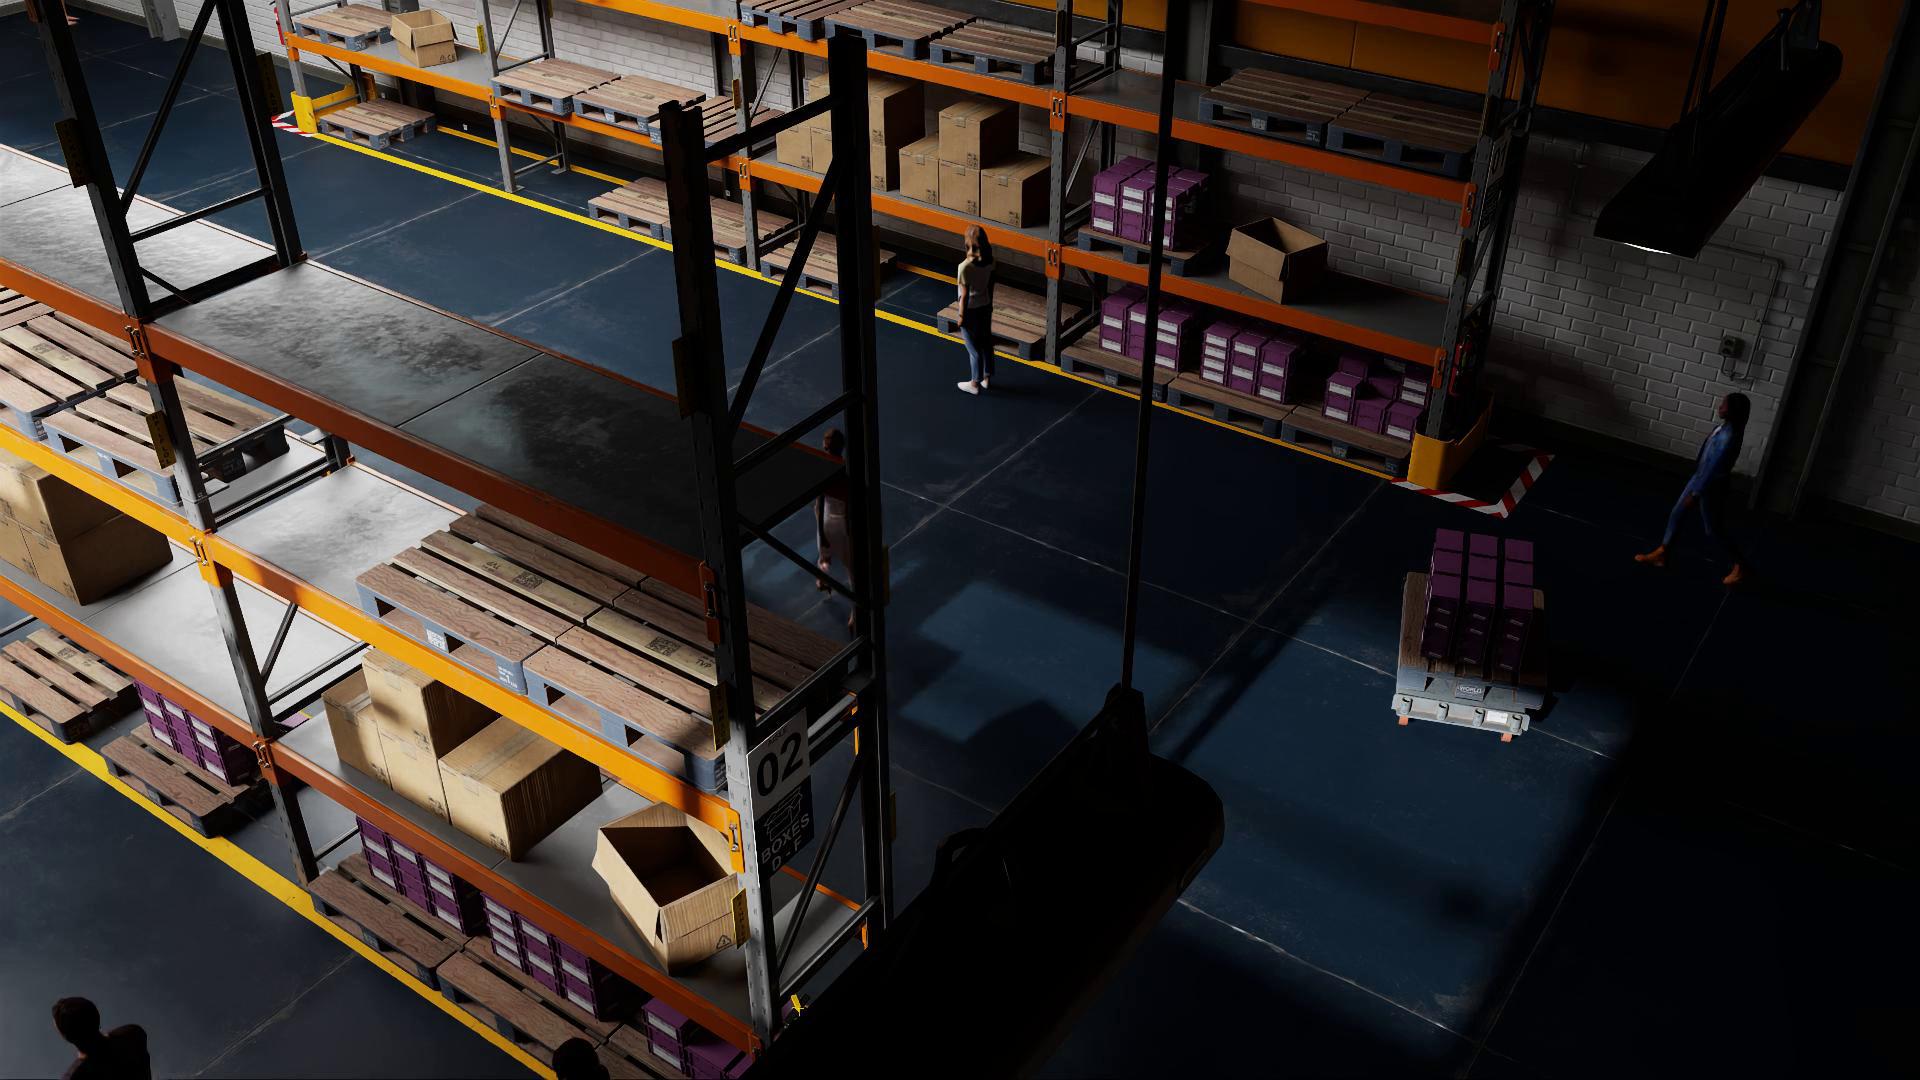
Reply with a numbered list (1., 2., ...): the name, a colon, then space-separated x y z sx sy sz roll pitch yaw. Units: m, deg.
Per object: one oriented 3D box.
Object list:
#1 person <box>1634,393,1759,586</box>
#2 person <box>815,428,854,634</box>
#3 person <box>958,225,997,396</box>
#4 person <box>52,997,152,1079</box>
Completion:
1. person: 6.079 -0.362 13.260 1.200 1.677 0.796 11 35 17
2. person: -0.871 -0.029 12.682 0.910 1.763 1.059 -11 35 -16
3. person: 0.161 -2.213 16.004 0.575 1.722 0.651 28 42 35
4. person: -3.984 2.942 8.158 1.051 1.822 0.707 18 37 25
